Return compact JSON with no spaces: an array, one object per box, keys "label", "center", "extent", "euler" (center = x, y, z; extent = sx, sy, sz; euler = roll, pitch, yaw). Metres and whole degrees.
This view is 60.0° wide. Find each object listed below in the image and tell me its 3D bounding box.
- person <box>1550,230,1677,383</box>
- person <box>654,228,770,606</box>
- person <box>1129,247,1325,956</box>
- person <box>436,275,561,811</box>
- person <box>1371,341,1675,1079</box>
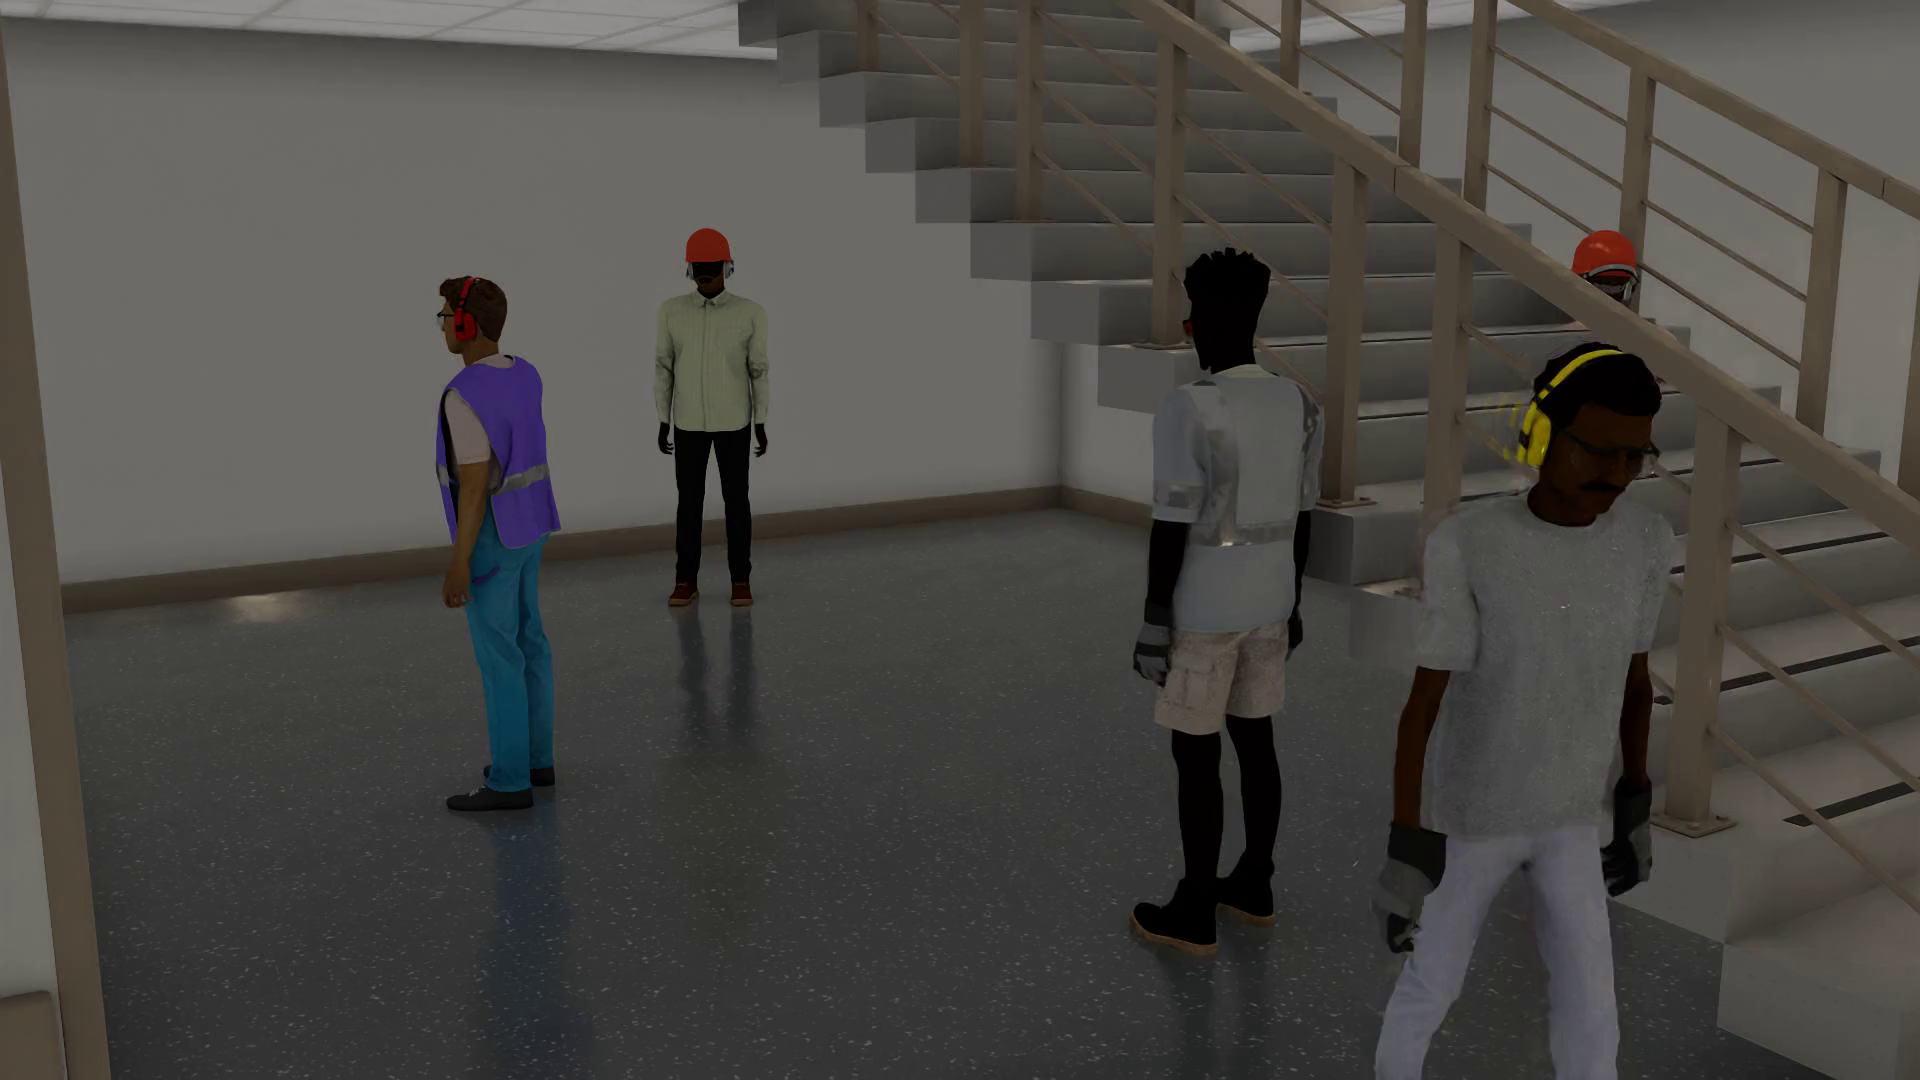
[{"label":"person","center":[2.481,-0.205,6.541],"extent":[0.613,1.995,0.391],"euler":[-1,11,-6]},{"label":"person","center":[-1.313,-0.636,8.802],"extent":[0.608,1.996,0.381],"euler":[0,11,0]},{"label":"person","center":[0.737,0.175,4.654],"extent":[0.607,1.958,0.383],"euler":[-9,14,-38]},{"label":"person","center":[-1.594,0.021,5.749],"extent":[0.390,1.848,0.563],"euler":[2,11,9]},{"label":"person","center":[1.057,0.550,3.050],"extent":[0.648,1.810,0.966],"euler":[-2,11,-11]}]
